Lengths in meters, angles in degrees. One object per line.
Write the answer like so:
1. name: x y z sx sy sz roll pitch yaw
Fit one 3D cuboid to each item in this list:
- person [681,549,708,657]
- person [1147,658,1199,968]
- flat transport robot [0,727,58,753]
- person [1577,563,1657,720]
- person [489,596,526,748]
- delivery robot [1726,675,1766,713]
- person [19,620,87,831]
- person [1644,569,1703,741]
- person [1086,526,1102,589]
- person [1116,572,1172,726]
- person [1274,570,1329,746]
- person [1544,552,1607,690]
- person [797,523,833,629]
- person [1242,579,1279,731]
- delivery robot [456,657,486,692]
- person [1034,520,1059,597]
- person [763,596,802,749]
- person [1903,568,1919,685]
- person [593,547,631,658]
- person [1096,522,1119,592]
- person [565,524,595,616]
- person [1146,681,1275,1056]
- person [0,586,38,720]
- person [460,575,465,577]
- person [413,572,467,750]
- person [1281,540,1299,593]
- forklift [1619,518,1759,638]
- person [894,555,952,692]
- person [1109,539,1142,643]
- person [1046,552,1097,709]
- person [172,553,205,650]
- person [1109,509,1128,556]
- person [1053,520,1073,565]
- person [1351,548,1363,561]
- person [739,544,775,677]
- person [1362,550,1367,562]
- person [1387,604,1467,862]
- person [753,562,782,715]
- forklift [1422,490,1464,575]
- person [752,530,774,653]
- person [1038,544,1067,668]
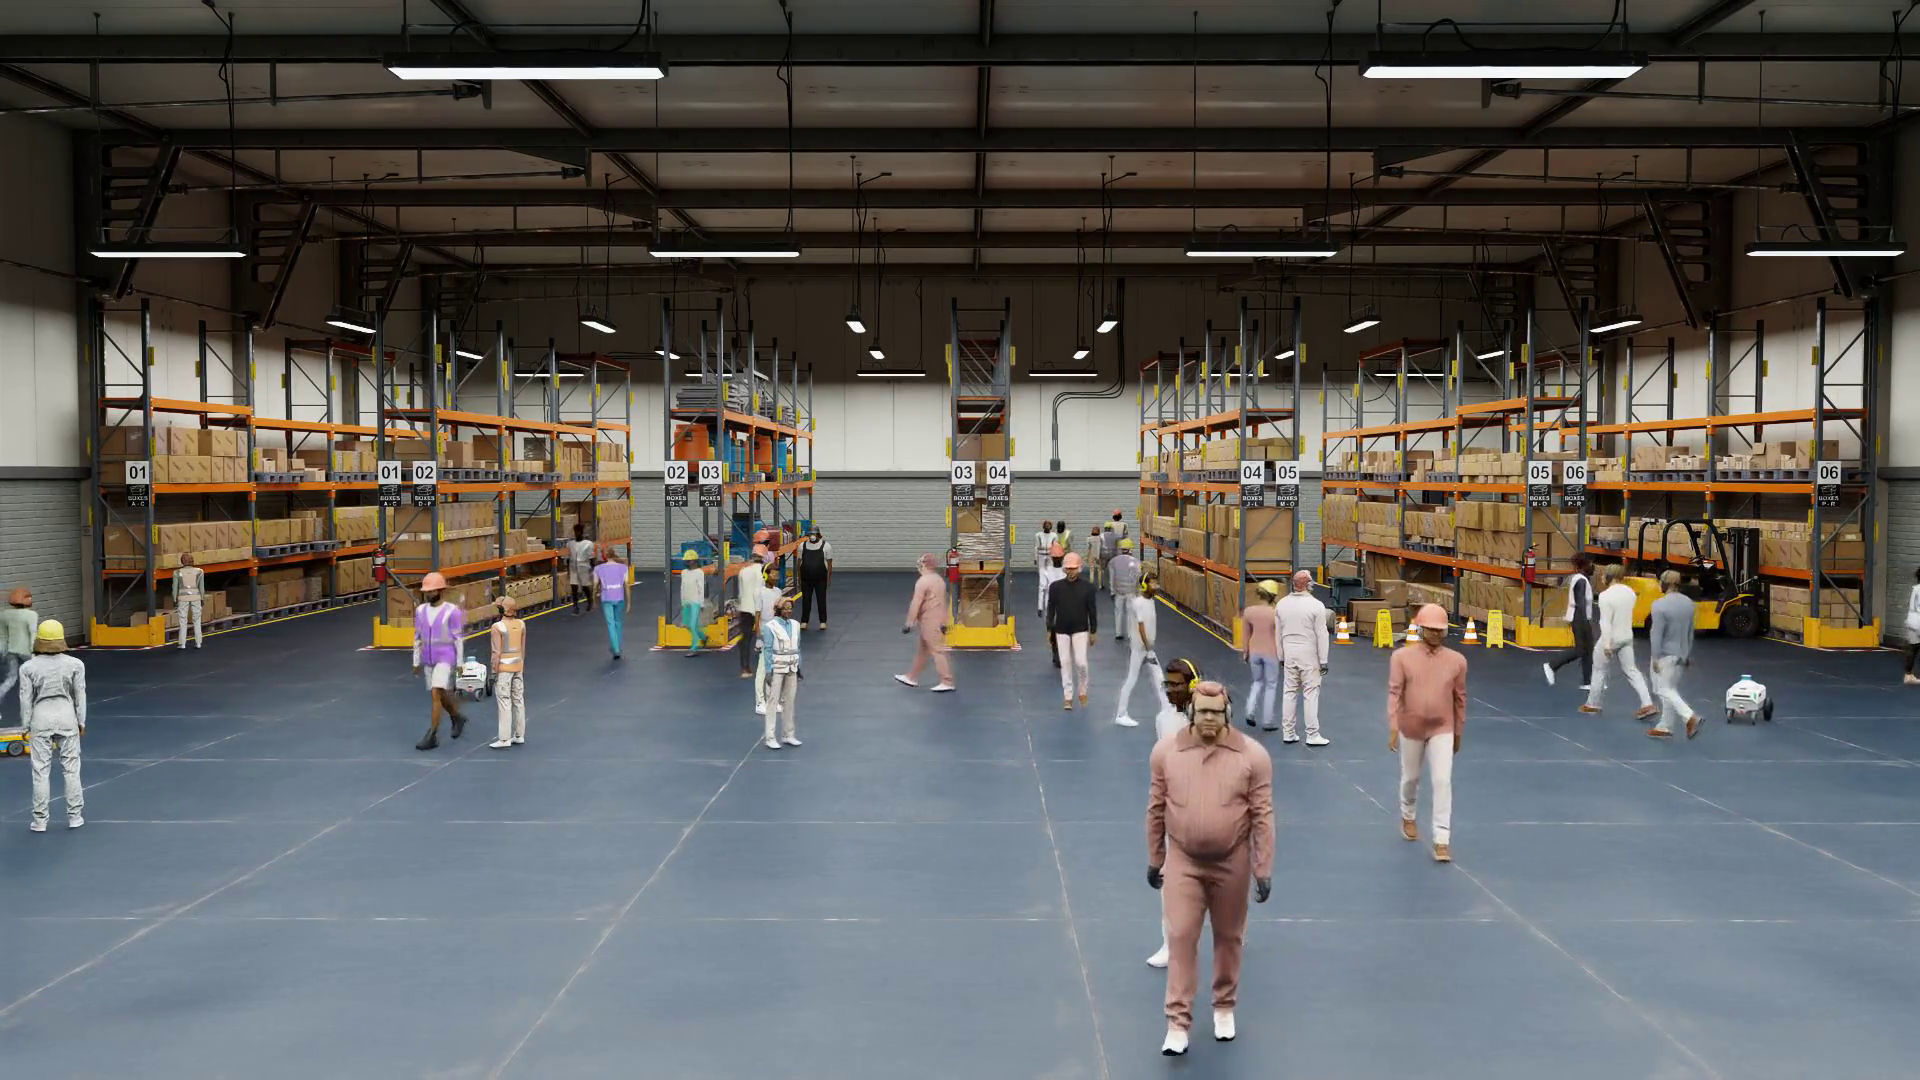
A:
1. person: -4.322 1.020 26.390 0.528 1.754 0.549 2 3 38
2. person: 1.421 1.626 9.804 0.528 1.851 0.636 2 3 44
3. flat transport robot: -10.348 2.142 16.940 1.431 0.197 0.652 -2 3 -43
4. person: 8.003 1.221 19.588 0.636 1.897 1.012 -1 3 -27
5. person: -4.898 1.425 17.484 0.306 1.639 0.522 1 2 24
6. delivery robot: 9.426 1.860 19.354 0.477 0.478 0.707 2 3 34
7. person: -7.548 1.534 13.446 0.491 1.746 0.285 -2 3 -34
8. person: 7.884 1.278 17.788 0.633 1.919 0.737 -1 3 -26
9. person: 3.522 0.460 41.858 0.509 1.632 0.267 0 2 7
10. person: 2.221 1.285 18.817 0.985 1.818 0.505 2 3 38
11. person: 3.769 1.284 17.681 0.648 1.913 0.409 2 3 45
12. person: 8.501 1.109 22.244 0.737 1.902 0.601 1 3 26
13. person: -2.802 0.714 30.939 0.689 2.000 0.539 0 2 4
14. person: 3.546 1.326 18.643 0.535 1.750 0.390 2 3 40
15. delivery robot: -6.440 1.783 21.290 0.477 0.478 0.707 -1 2 -13
16. person: 2.111 0.446 39.135 0.616 1.875 0.445 0 2 1
17. person: -1.920 1.426 17.480 0.310 1.638 0.522 2 3 41
18. person: 13.533 1.200 22.608 0.583 1.671 0.553 1 2 19
19. person: -5.649 1.010 26.176 0.563 1.794 0.934 -1 3 -32
20. person: 3.776 0.419 41.125 0.614 1.781 0.929 0 2 -8
21. person: -7.996 0.618 34.019 0.611 1.946 0.679 0 2 5
22. person: 1.265 1.676 8.254 0.673 1.875 0.838 1 2 12
23. person: -11.336 1.365 19.404 0.504 1.612 0.704 0 2 11
24. person: -11.912 0.452 38.271 0.629 1.940 0.377 0 2 -1
25. person: -5.689 1.291 17.720 0.555 1.906 0.917 1 2 16
26. person: 7.742 0.610 38.069 0.507 1.631 0.266 0 2 -2
27. forklift: 13.417 0.684 29.791 2.313 2.155 1.214 0 2 0
28. person: -0.508 1.135 22.111 0.998 1.856 0.645 1 2 21
29. person: 2.936 0.901 28.491 0.624 1.822 0.404 1 3 28
30. person: 1.393 1.144 20.329 0.629 1.976 0.461 1 2 15
31. person: -13.083 1.038 27.390 0.508 1.629 0.314 -1 3 -33
32. person: 4.254 0.182 43.763 0.614 2.042 0.373 -1 2 -14
33. person: 2.620 0.393 41.483 0.625 1.815 0.772 1 2 13
34. person: 11.719 0.082 47.502 0.408 1.942 0.615 -1 2 -20
35. person: -2.989 1.031 23.886 0.609 1.928 1.078 1 2 14
36. person: 11.425 0.201 45.257 0.356 1.885 0.573 0 2 10
37. person: 3.669 1.463 12.728 0.612 1.956 0.989 0 2 11
38. person: -2.358 1.210 20.043 0.328 1.872 0.511 1 3 30
39. forklift: 13.926 -0.371 47.846 1.873 2.768 1.129 0 2 0
40. person: -3.274 0.856 26.834 0.387 2.039 0.615 0 2 5
41. person: 1.510 1.001 25.112 0.558 1.900 0.985 0 2 7
